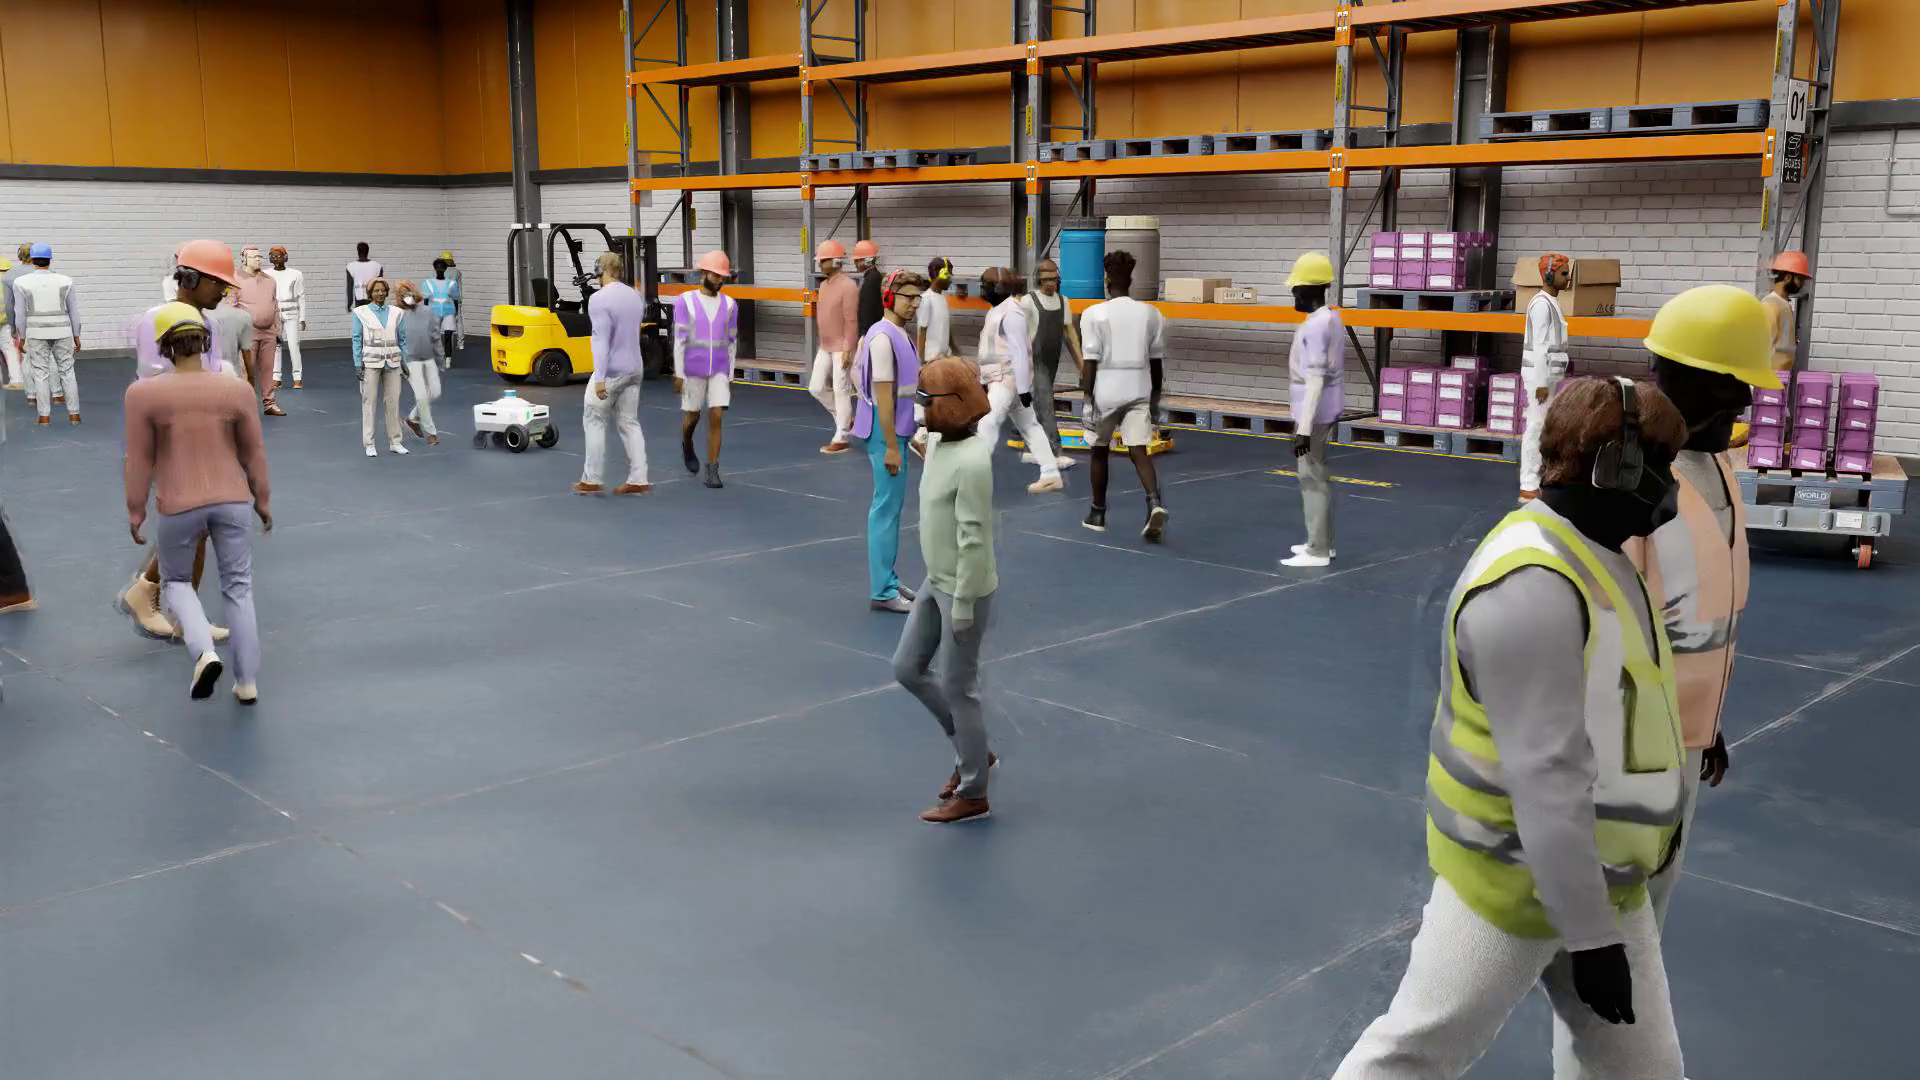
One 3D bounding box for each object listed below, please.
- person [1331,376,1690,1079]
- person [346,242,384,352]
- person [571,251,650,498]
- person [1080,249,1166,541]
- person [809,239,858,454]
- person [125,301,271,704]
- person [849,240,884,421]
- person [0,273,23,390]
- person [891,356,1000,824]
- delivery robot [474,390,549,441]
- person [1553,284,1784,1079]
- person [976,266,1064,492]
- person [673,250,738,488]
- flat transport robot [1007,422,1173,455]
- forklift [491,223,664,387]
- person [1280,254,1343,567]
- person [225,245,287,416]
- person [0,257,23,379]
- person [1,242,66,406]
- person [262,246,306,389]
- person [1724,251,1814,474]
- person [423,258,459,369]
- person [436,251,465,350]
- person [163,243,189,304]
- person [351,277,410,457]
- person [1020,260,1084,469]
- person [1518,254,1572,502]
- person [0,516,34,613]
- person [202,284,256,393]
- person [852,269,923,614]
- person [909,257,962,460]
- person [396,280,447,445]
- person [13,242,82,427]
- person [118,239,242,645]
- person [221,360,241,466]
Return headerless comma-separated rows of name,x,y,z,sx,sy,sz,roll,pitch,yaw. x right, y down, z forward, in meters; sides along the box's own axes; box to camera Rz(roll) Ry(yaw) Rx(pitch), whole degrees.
person,1.033,0.594,3.024,0.993,1.783,0.631,9,13,39
person,-9.896,-4.004,27.728,0.593,1.918,0.399,-6,12,-30
person,-2.741,-1.272,12.881,0.733,1.892,0.685,4,11,23
person,1.106,-0.967,11.130,0.608,1.938,0.910,-3,11,-18
person,-1.156,-1.792,15.476,0.436,1.981,0.622,-8,13,-38
person,-3.237,-0.139,7.103,0.567,1.745,0.468,-7,12,-32
person,-0.943,-2.177,17.639,0.674,1.956,0.665,2,11,9
person,-12.727,-2.855,21.763,0.844,1.803,0.639,2,11,10
person,-0.048,0.181,5.695,0.352,1.620,0.528,-3,11,-17
delivery robot,-4.247,-1.174,15.745,0.707,0.478,0.477,5,12,26
person,1.557,0.401,3.692,0.377,1.918,0.585,10,14,43
person,0.373,-1.232,12.977,0.989,1.790,0.608,-1,10,-4
person,-2.093,-1.399,13.550,0.570,1.907,0.806,-5,11,-24
flat transport robot,1.226,-0.969,15.655,1.431,0.197,0.652,5,11,25
forklift,-5.316,-3.263,22.920,2.313,2.155,1.214,-10,14,-44
person,2.145,-0.773,10.160,0.369,1.909,0.657,3,11,16
person,-7.829,-2.314,18.514,0.410,1.913,0.643,7,12,32
person,-12.795,-2.939,22.402,0.521,1.740,0.651,-4,11,-21
person,-11.018,-2.568,19.829,0.629,1.940,0.373,-4,11,-20
person,-8.942,-2.931,21.956,0.584,1.882,0.348,-2,11,-11
person,6.172,-1.265,12.810,0.682,1.911,0.548,6,12,28
person,-7.913,-3.466,25.408,0.545,1.681,0.637,-3,11,-14
person,-9.072,-4.253,29.549,0.319,1.742,0.492,9,14,40
person,-8.364,-2.259,18.154,0.376,1.934,0.546,8,13,38
person,-5.335,-1.594,15.328,0.513,1.641,0.309,-9,14,-41
person,0.818,-1.513,14.431,0.556,1.803,0.851,-10,14,-42
person,4.439,-1.219,12.620,0.343,1.882,0.586,5,11,23
person,-5.316,-0.559,8.800,0.634,1.966,0.642,-6,12,-30
person,-5.119,-0.994,11.463,0.542,1.854,0.628,-8,13,-35
person,-0.377,-0.535,9.012,0.393,1.839,0.563,1,10,5
person,-0.234,-1.571,14.681,0.534,1.841,0.530,3,11,18
person,-5.278,-1.726,16.164,0.510,1.597,0.549,9,14,40
person,-9.681,-2.178,17.673,0.615,1.945,0.404,-7,13,-34
person,-3.792,-0.463,8.174,0.540,2.000,0.702,1,10,4
person,-4.314,-0.486,9.396,0.535,1.591,0.816,-9,14,-40
